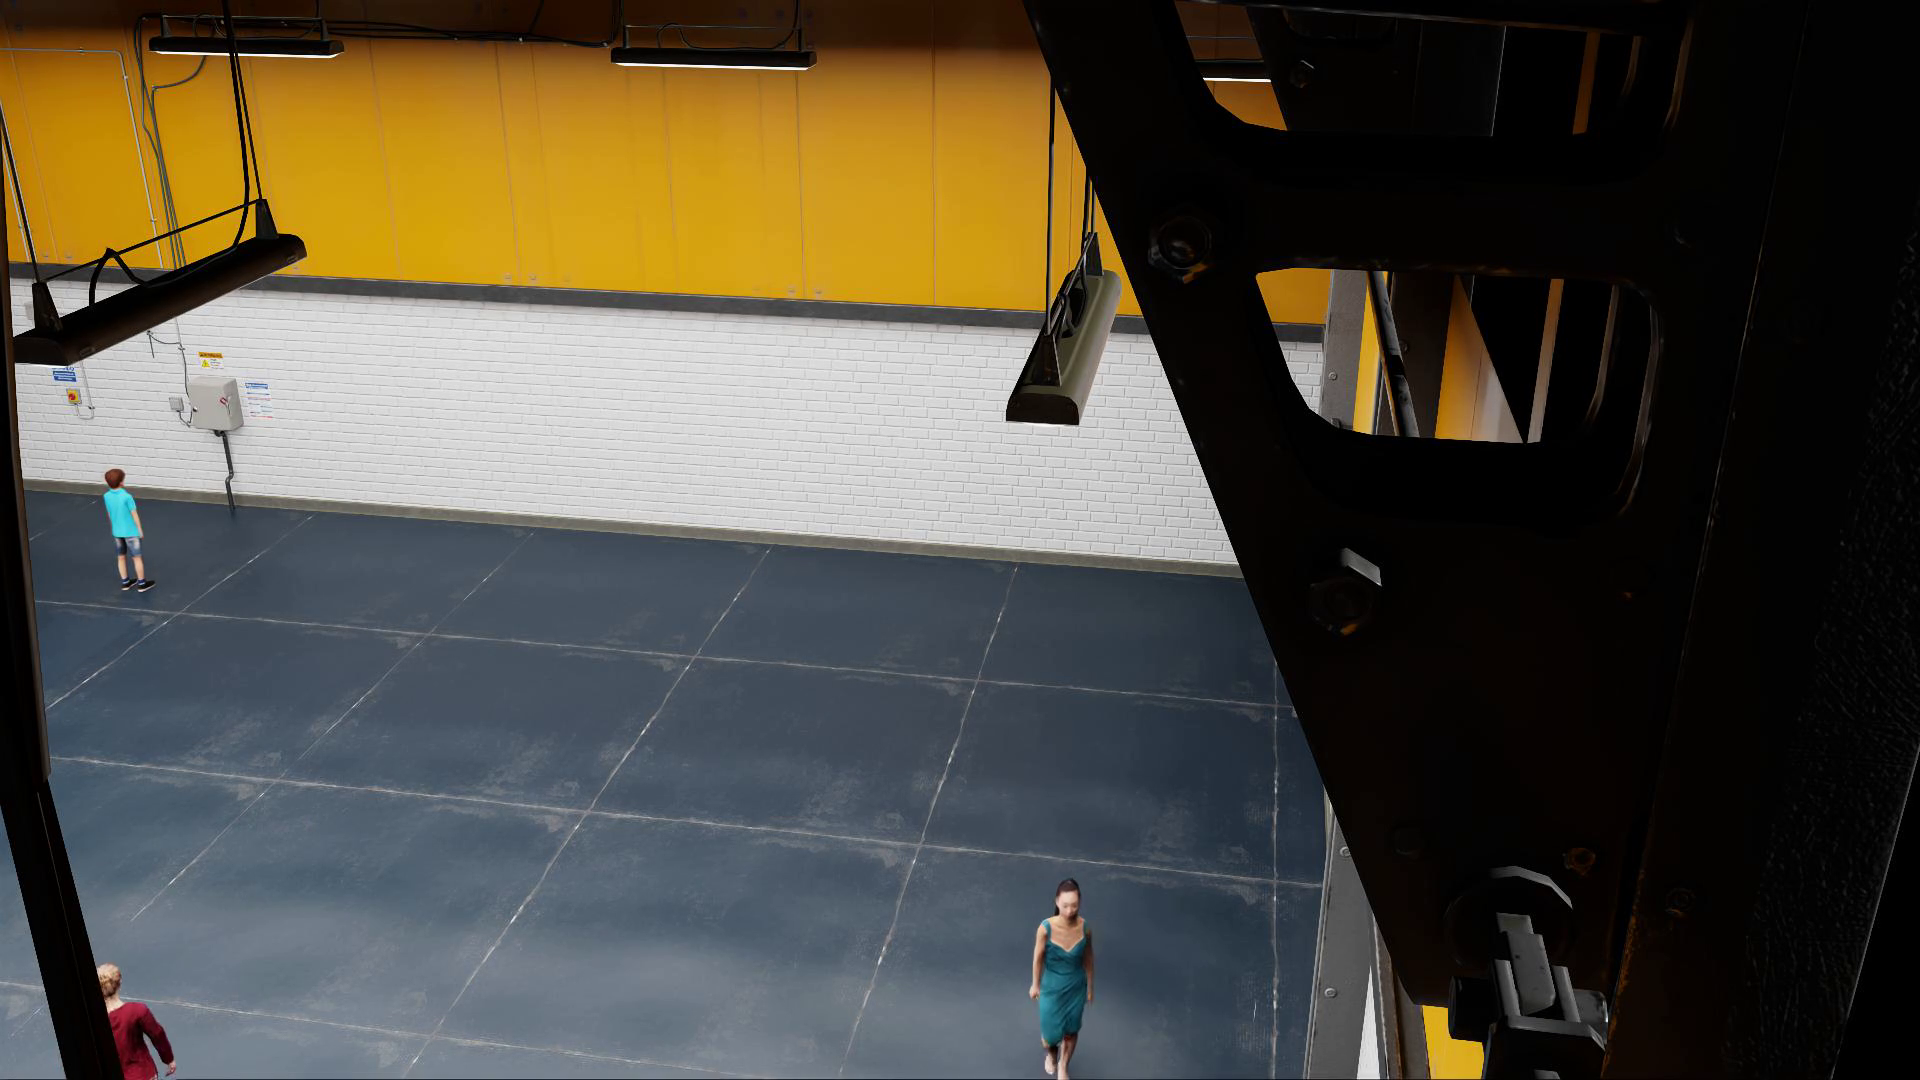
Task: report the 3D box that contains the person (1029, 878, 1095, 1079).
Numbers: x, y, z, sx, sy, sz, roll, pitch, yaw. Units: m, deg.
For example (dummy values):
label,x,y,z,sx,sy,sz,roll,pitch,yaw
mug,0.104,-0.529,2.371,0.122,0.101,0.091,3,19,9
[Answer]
label,x,y,z,sx,sy,sz,roll,pitch,yaw
person,0.687,2.999,11.270,0.655,1.676,0.683,-3,24,-6

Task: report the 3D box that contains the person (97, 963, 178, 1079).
label,x,y,z,sx,sy,sz,roll,pitch,yaw
person,-5.195,3.401,10.345,0.865,1.681,0.974,-7,25,-15

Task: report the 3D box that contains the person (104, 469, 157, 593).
label,x,y,z,sx,sy,sz,roll,pitch,yaw
person,-9.387,-0.120,18.690,0.512,1.448,0.466,4,24,8
